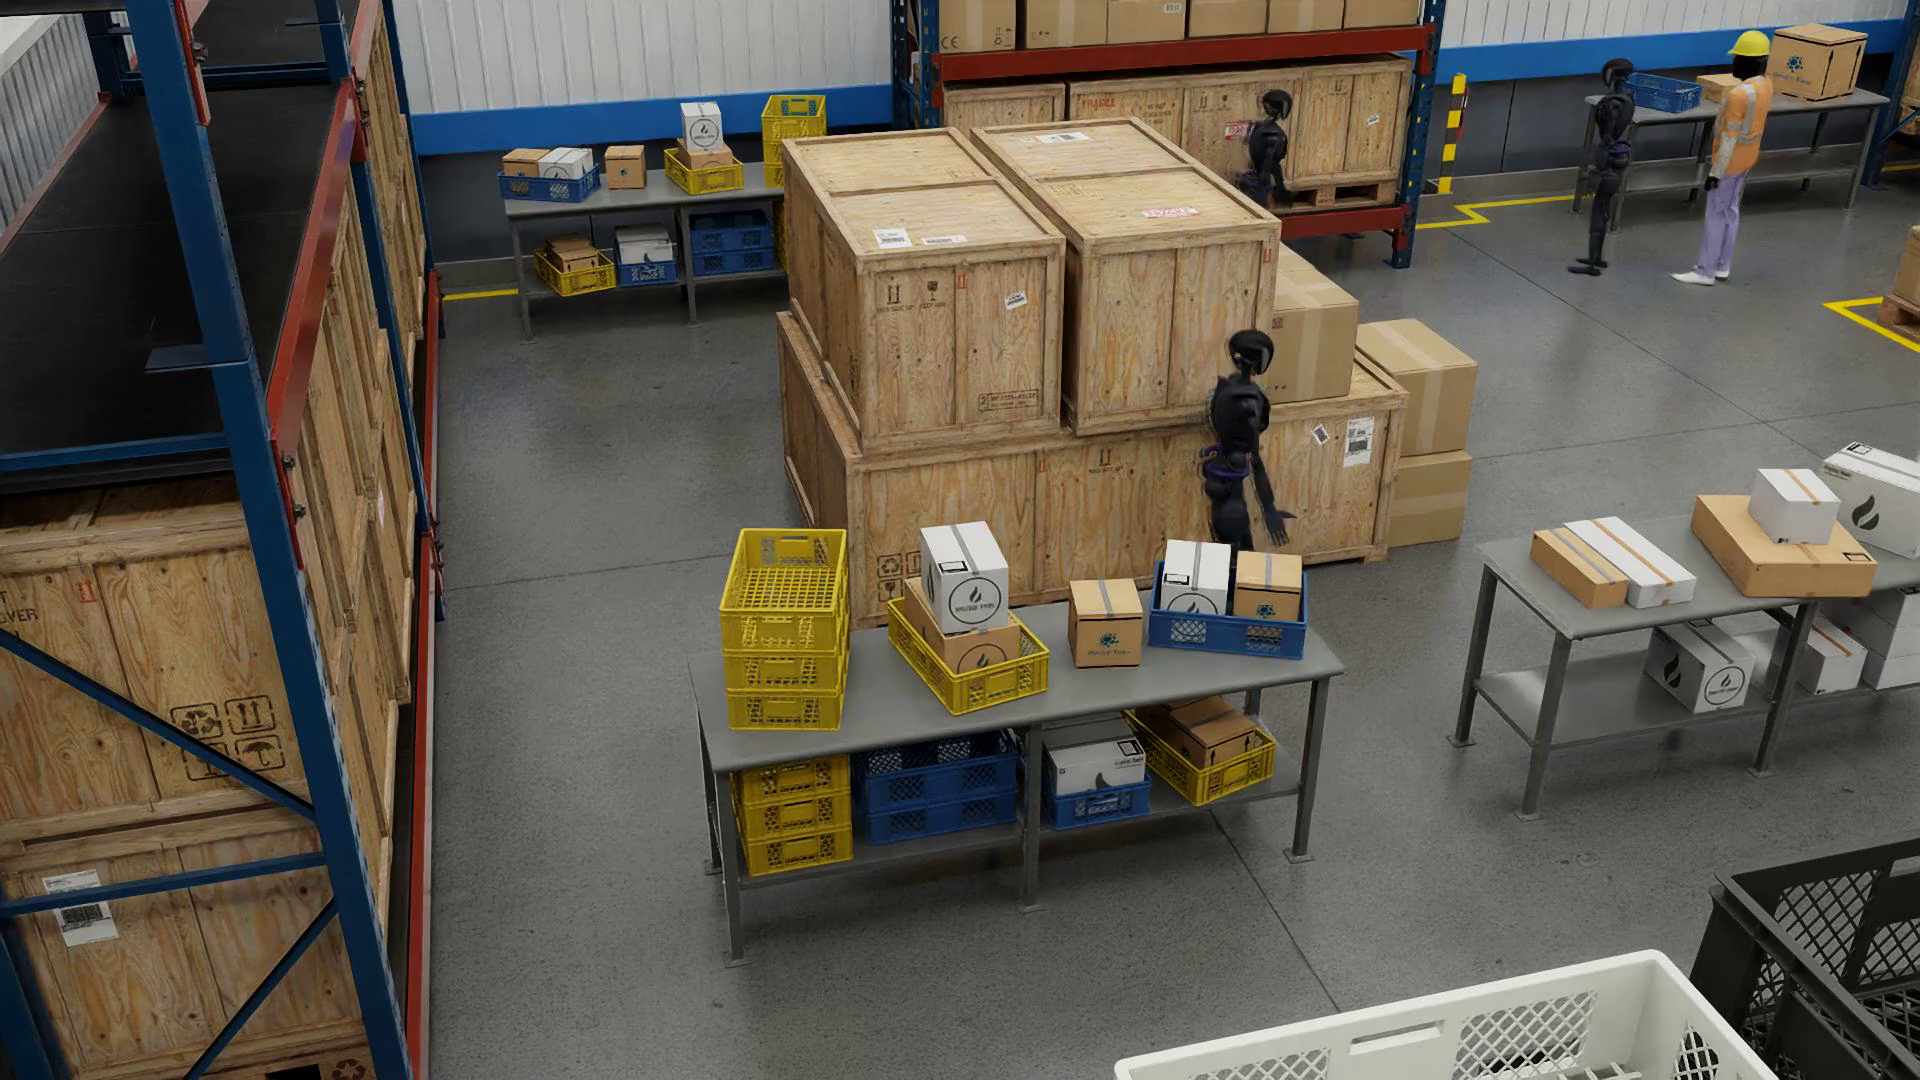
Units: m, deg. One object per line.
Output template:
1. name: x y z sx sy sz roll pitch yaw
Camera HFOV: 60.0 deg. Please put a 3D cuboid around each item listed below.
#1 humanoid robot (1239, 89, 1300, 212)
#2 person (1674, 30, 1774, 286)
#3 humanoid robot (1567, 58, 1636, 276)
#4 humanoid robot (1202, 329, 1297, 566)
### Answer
1. humanoid robot: 2.164 -2.507 12.269 0.765 1.648 0.561 1 29 2
2. person: 5.837 -2.882 12.633 0.376 1.925 0.590 25 37 37
3. humanoid robot: 5.006 -2.893 12.914 0.334 1.652 0.597 11 31 19
4. humanoid robot: 1.323 -0.241 8.109 0.573 1.642 0.590 2 29 3
